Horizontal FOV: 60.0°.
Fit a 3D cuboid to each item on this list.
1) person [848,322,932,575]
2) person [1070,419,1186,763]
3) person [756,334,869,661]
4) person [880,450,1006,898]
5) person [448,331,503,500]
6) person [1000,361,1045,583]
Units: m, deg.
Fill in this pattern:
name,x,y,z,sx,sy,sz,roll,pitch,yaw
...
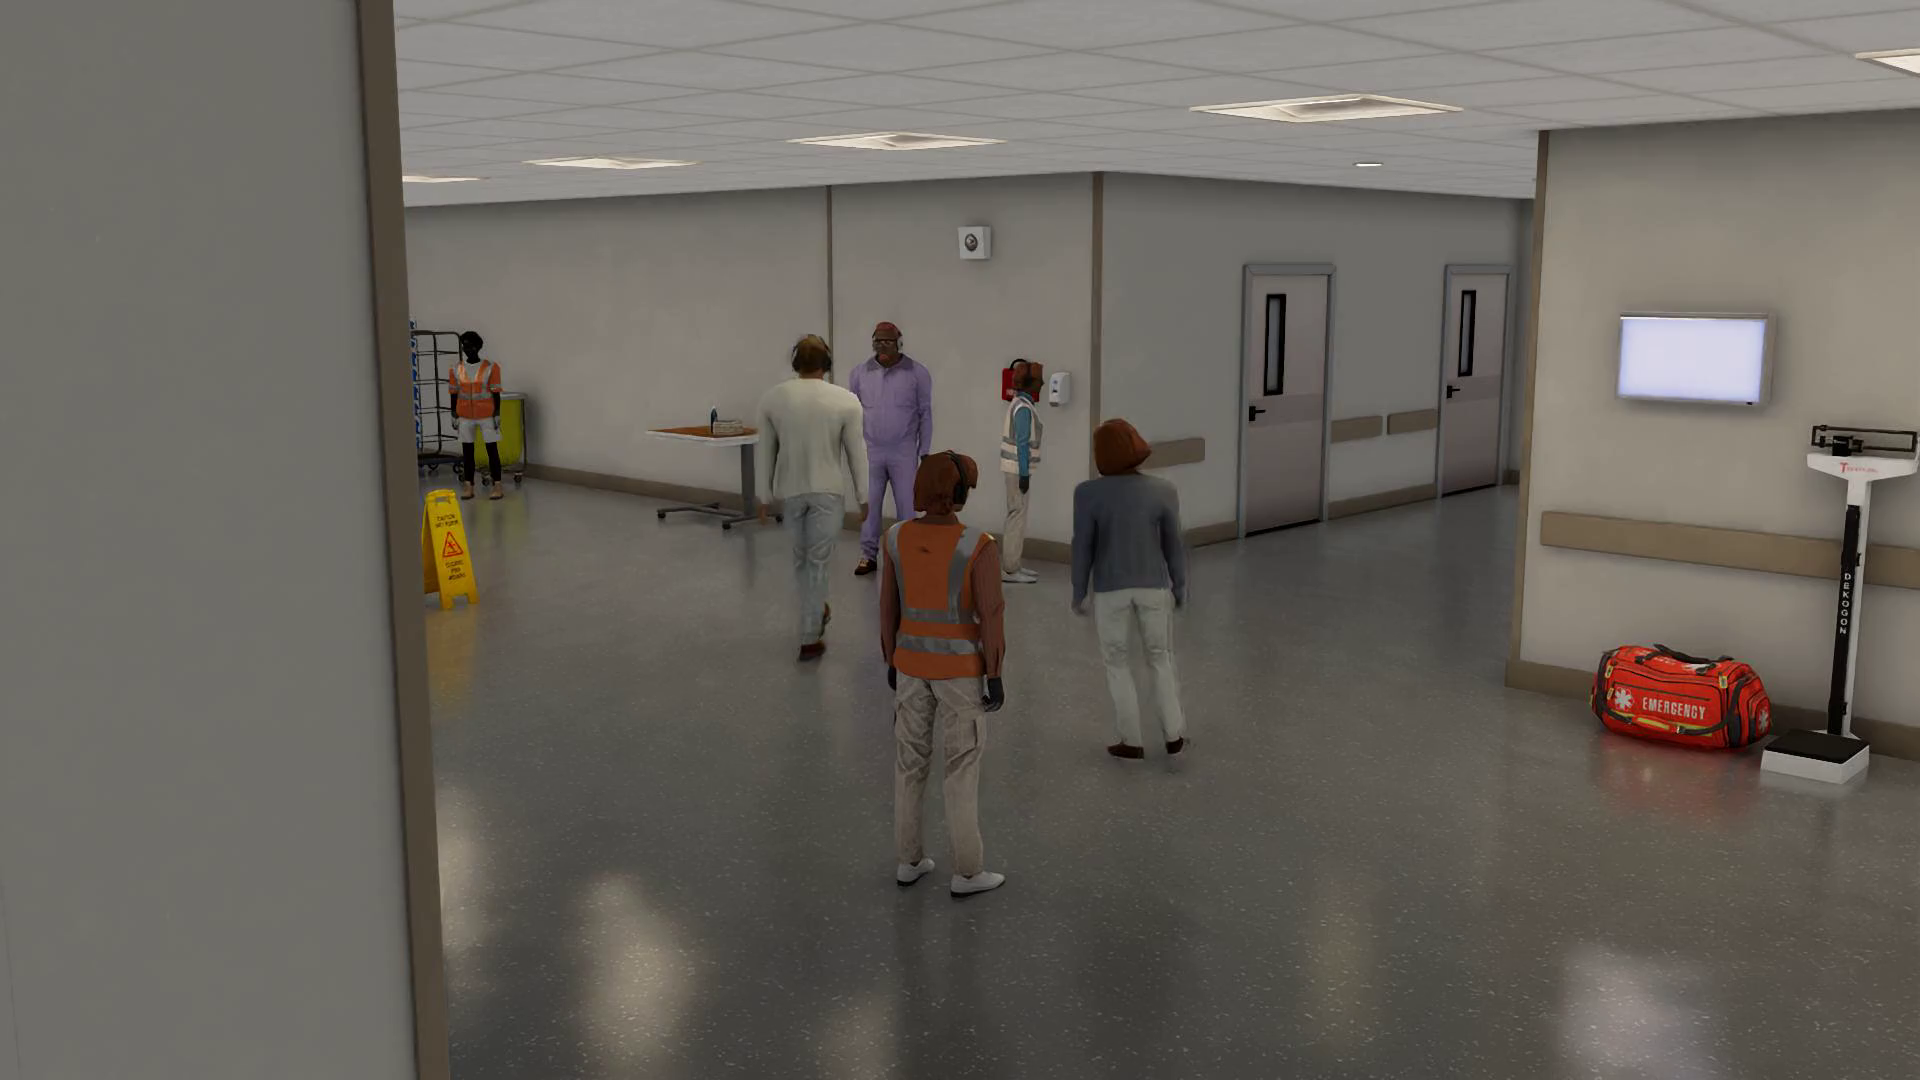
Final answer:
name,x,y,z,sx,sy,sz,roll,pitch,yaw
person,-0.539,-0.678,12.477,0.653,1.906,0.405,1,9,7
person,0.785,0.240,7.761,0.542,1.612,0.325,-1,9,-8
person,-0.840,-0.280,10.038,0.655,1.901,0.933,2,10,13
person,-0.066,0.491,6.130,0.521,1.639,0.311,6,11,33
person,-4.818,-1.235,16.570,0.536,1.690,0.323,0,9,0
person,0.456,-0.497,12.223,0.323,1.627,0.509,0,9,0
